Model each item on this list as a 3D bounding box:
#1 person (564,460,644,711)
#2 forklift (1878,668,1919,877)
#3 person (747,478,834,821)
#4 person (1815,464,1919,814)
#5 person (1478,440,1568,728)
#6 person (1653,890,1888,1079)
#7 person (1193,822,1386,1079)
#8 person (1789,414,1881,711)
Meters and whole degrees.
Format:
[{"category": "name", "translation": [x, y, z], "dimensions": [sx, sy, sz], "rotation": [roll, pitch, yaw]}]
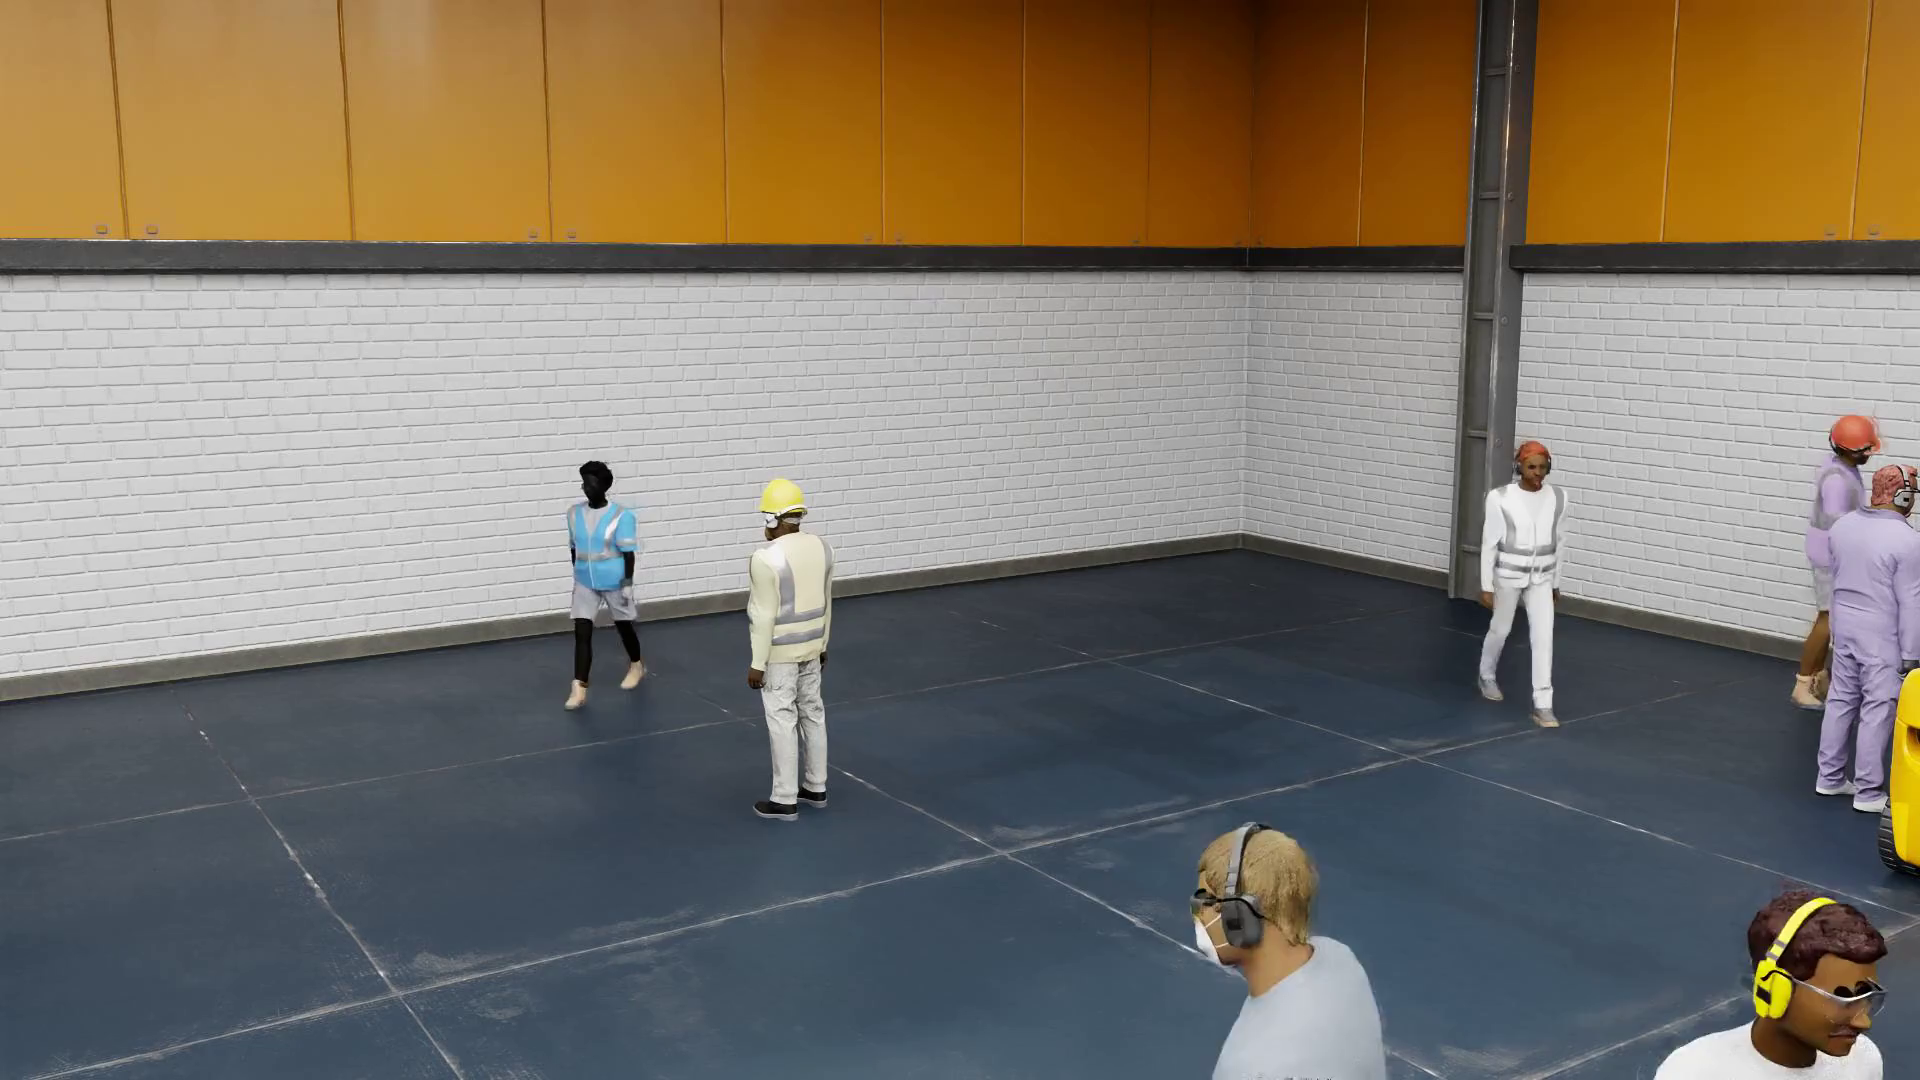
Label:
[{"category": "person", "translation": [-2.420, 0.274, 11.324], "dimensions": [0.543, 1.654, 0.864], "rotation": [3, 10, 16]}, {"category": "forklift", "translation": [5.511, 0.571, 7.906], "dimensions": [2.313, 2.155, 1.214], "rotation": [-6, 11, -33]}, {"category": "person", "translation": [-0.928, 0.582, 8.927], "dimensions": [0.404, 1.829, 0.600], "rotation": [7, 12, 35]}, {"category": "person", "translation": [4.990, 0.533, 9.035], "dimensions": [0.402, 1.903, 0.642], "rotation": [-2, 10, -12]}, {"category": "person", "translation": [3.698, 0.243, 10.991], "dimensions": [0.581, 1.838, 0.989], "rotation": [0, 9, -2]}, {"category": "person", "translation": [1.498, 1.518, 3.329], "dimensions": [0.556, 1.833, 0.924], "rotation": [-3, 10, -18]}, {"category": "person", "translation": [0.667, 1.491, 3.298], "dimensions": [0.562, 1.890, 0.663], "rotation": [4, 10, 22]}, {"category": "person", "translation": [5.878, 0.141, 11.141], "dimensions": [0.391, 1.994, 0.698], "rotation": [5, 11, 28]}]
